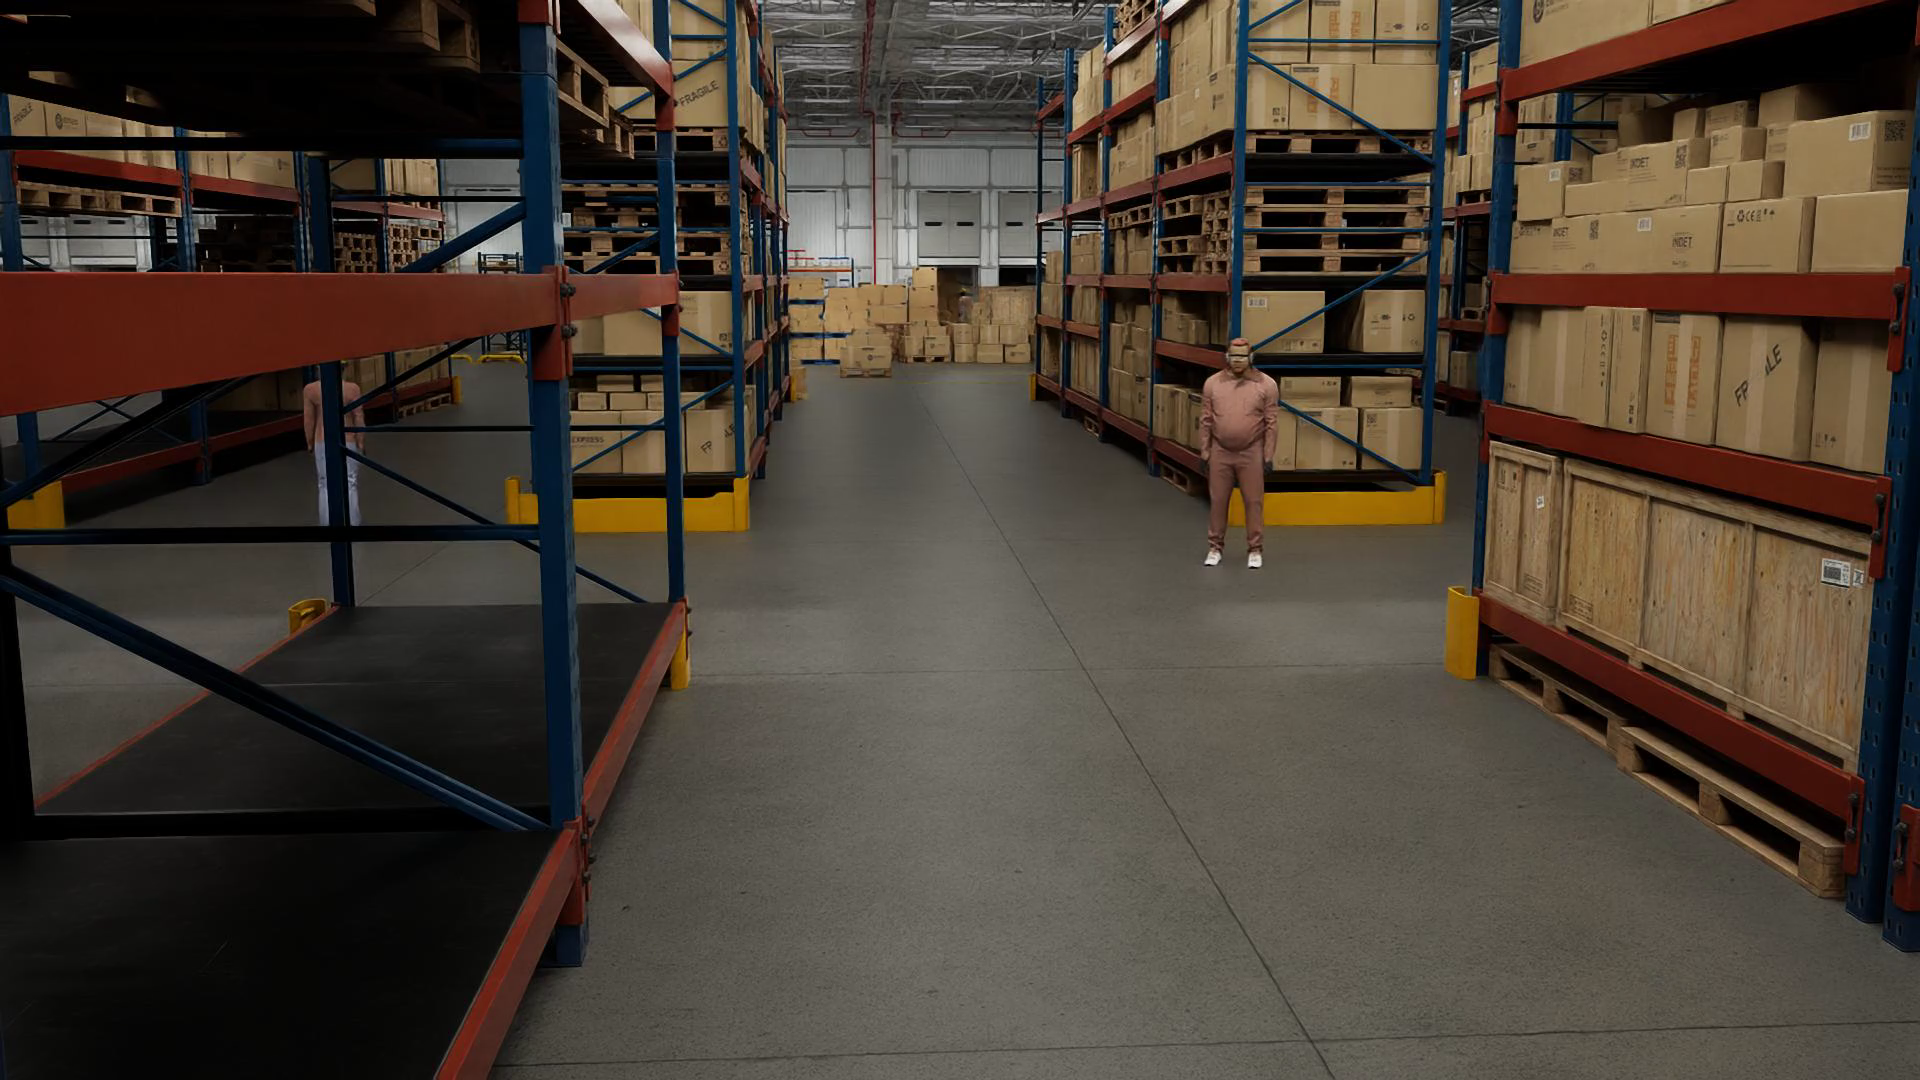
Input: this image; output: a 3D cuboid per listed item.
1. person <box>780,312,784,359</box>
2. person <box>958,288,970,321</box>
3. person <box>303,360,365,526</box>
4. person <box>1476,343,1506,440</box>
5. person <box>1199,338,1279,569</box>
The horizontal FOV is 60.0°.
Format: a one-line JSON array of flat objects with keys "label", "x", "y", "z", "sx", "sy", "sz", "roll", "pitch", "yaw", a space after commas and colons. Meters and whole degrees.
[{"label": "person", "x": -3.939, "y": -4.136, "z": 34.920, "sx": 0.548, "sy": 1.975, "sz": 0.651, "roll": -7, "pitch": 11, "yaw": -37}, {"label": "person", "x": 0.179, "y": -9.224, "z": 67.092, "sx": 0.493, "sy": 1.908, "sz": 0.604, "roll": 9, "pitch": 13, "yaw": 44}, {"label": "person", "x": -5.684, "y": -0.880, "z": 15.143, "sx": 0.527, "sy": 1.768, "sz": 0.331, "roll": -1, "pitch": 9, "yaw": -5}, {"label": "person", "x": 7.249, "y": -2.015, "z": 22.218, "sx": 0.639, "sy": 1.793, "sz": 0.986, "roll": -1, "pitch": 9, "yaw": -8}, {"label": "person", "x": 2.280, "y": -0.709, "z": 13.676, "sx": 0.645, "sy": 1.898, "sz": 0.398, "roll": 3, "pitch": 10, "yaw": 20}]
